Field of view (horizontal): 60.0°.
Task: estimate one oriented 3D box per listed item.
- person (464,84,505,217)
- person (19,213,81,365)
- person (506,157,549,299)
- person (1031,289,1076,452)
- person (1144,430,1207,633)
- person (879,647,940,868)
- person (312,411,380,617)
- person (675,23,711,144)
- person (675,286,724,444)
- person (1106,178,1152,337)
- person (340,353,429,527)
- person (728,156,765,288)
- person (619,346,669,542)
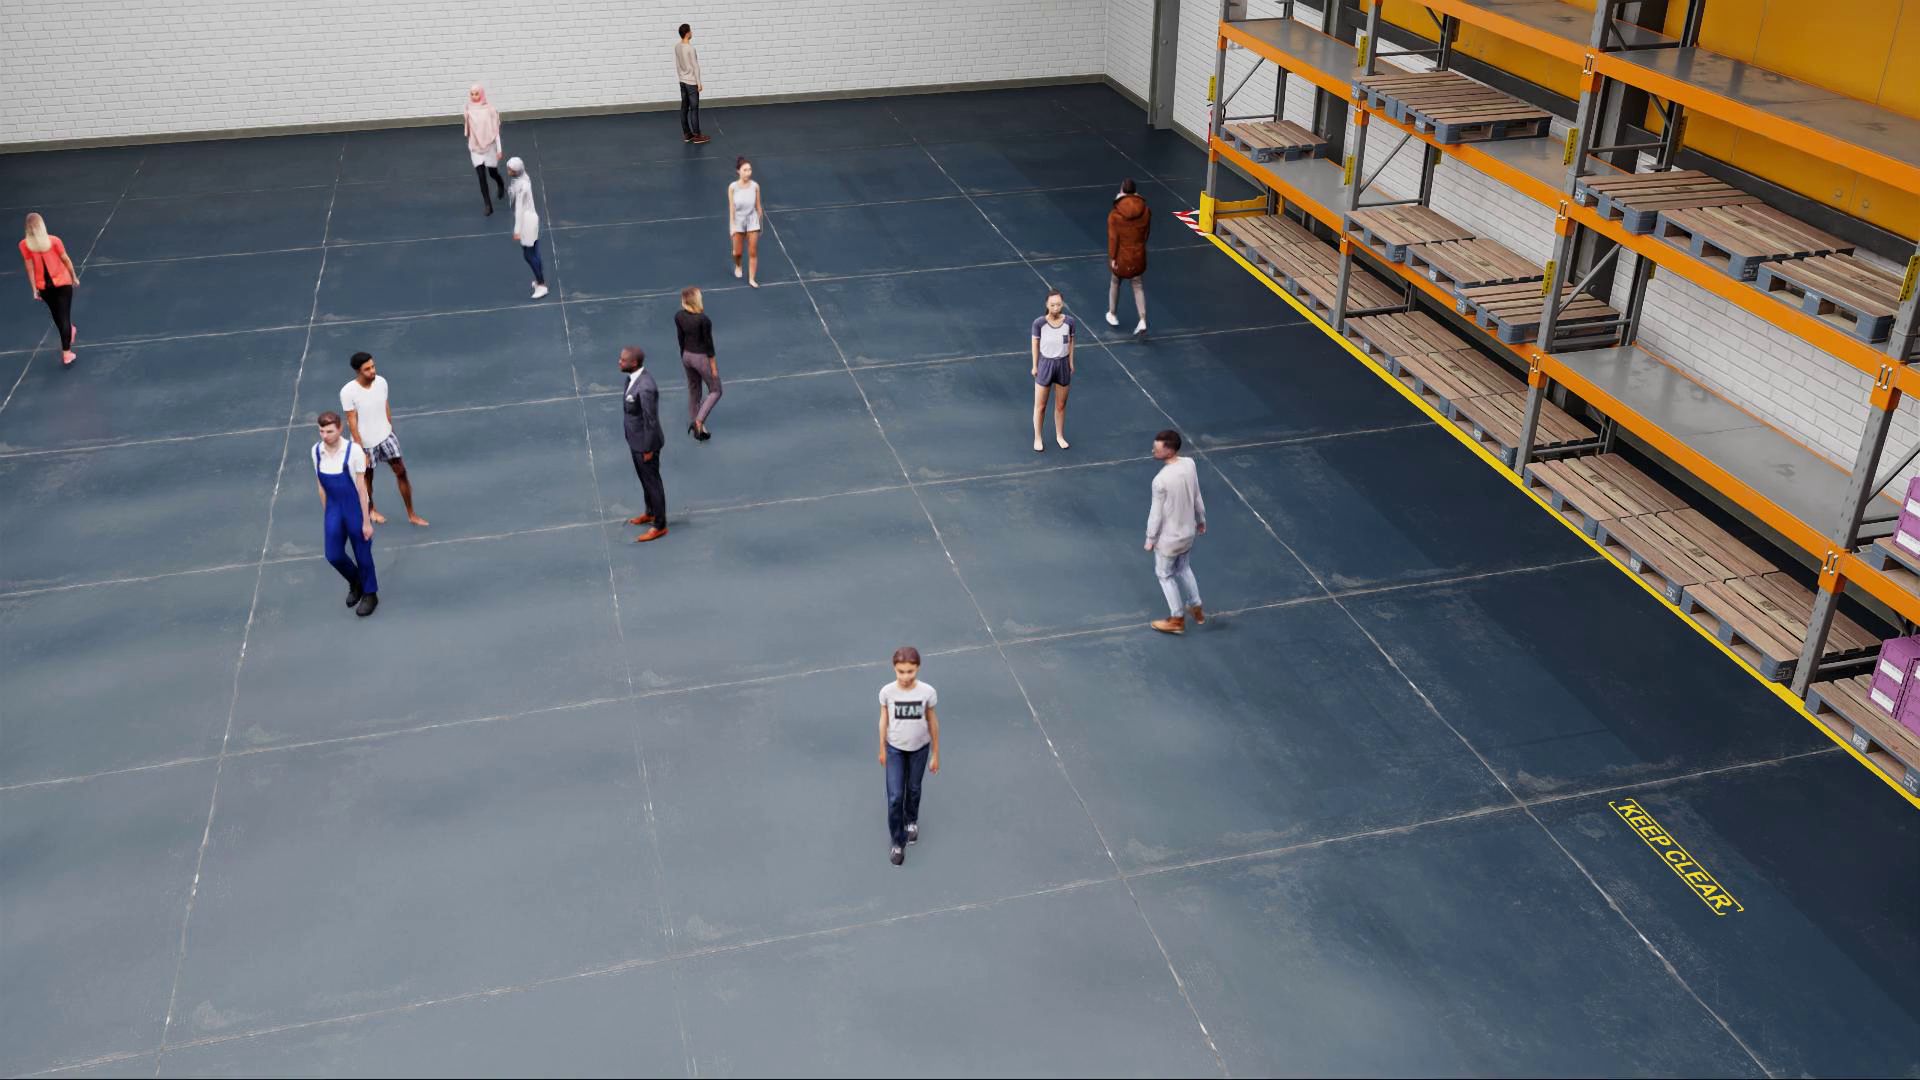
[{"bbox_3d":[-6.679,-5.514,23.430,0.815,1.782,1.133,0,29,0],"label":"person"},{"bbox_3d":[-10.118,-2.774,18.552,0.659,1.644,1.151,-5,29,-9],"label":"person"},{"bbox_3d":[-5.310,-3.899,20.498,0.856,1.755,0.627,7,29,12],"label":"person"},{"bbox_3d":[0.918,-1.698,16.573,0.593,1.651,0.517,-6,29,-11],"label":"person"},{"bbox_3d":[1.781,-0.053,13.398,0.886,1.802,0.855,-17,33,-28],"label":"person"},{"bbox_3d":[-0.354,1.337,11.113,0.633,1.550,0.814,-2,29,-4],"label":"person"},{"bbox_3d":[-5.013,-0.265,13.753,0.724,1.835,0.776,2,29,3],"label":"person"},{"bbox_3d":[-4.348,-7.329,26.667,0.705,1.868,0.802,22,36,35],"label":"person"},{"bbox_3d":[-2.653,-1.706,16.573,0.772,1.663,0.831,15,32,26],"label":"person"},{"bbox_3d":[1.981,-3.237,19.227,0.714,1.809,1.101,-6,29,-11],"label":"person"},{"bbox_3d":[-5.377,-0.926,15.099,1.035,1.706,0.915,24,37,37],"label":"person"},{"bbox_3d":[-2.705,-3.983,20.808,0.620,1.605,0.726,-11,30,-19],"label":"person"},{"bbox_3d":[-2.833,-0.893,14.915,0.778,1.824,0.553,-11,30,-19],"label":"person"}]
